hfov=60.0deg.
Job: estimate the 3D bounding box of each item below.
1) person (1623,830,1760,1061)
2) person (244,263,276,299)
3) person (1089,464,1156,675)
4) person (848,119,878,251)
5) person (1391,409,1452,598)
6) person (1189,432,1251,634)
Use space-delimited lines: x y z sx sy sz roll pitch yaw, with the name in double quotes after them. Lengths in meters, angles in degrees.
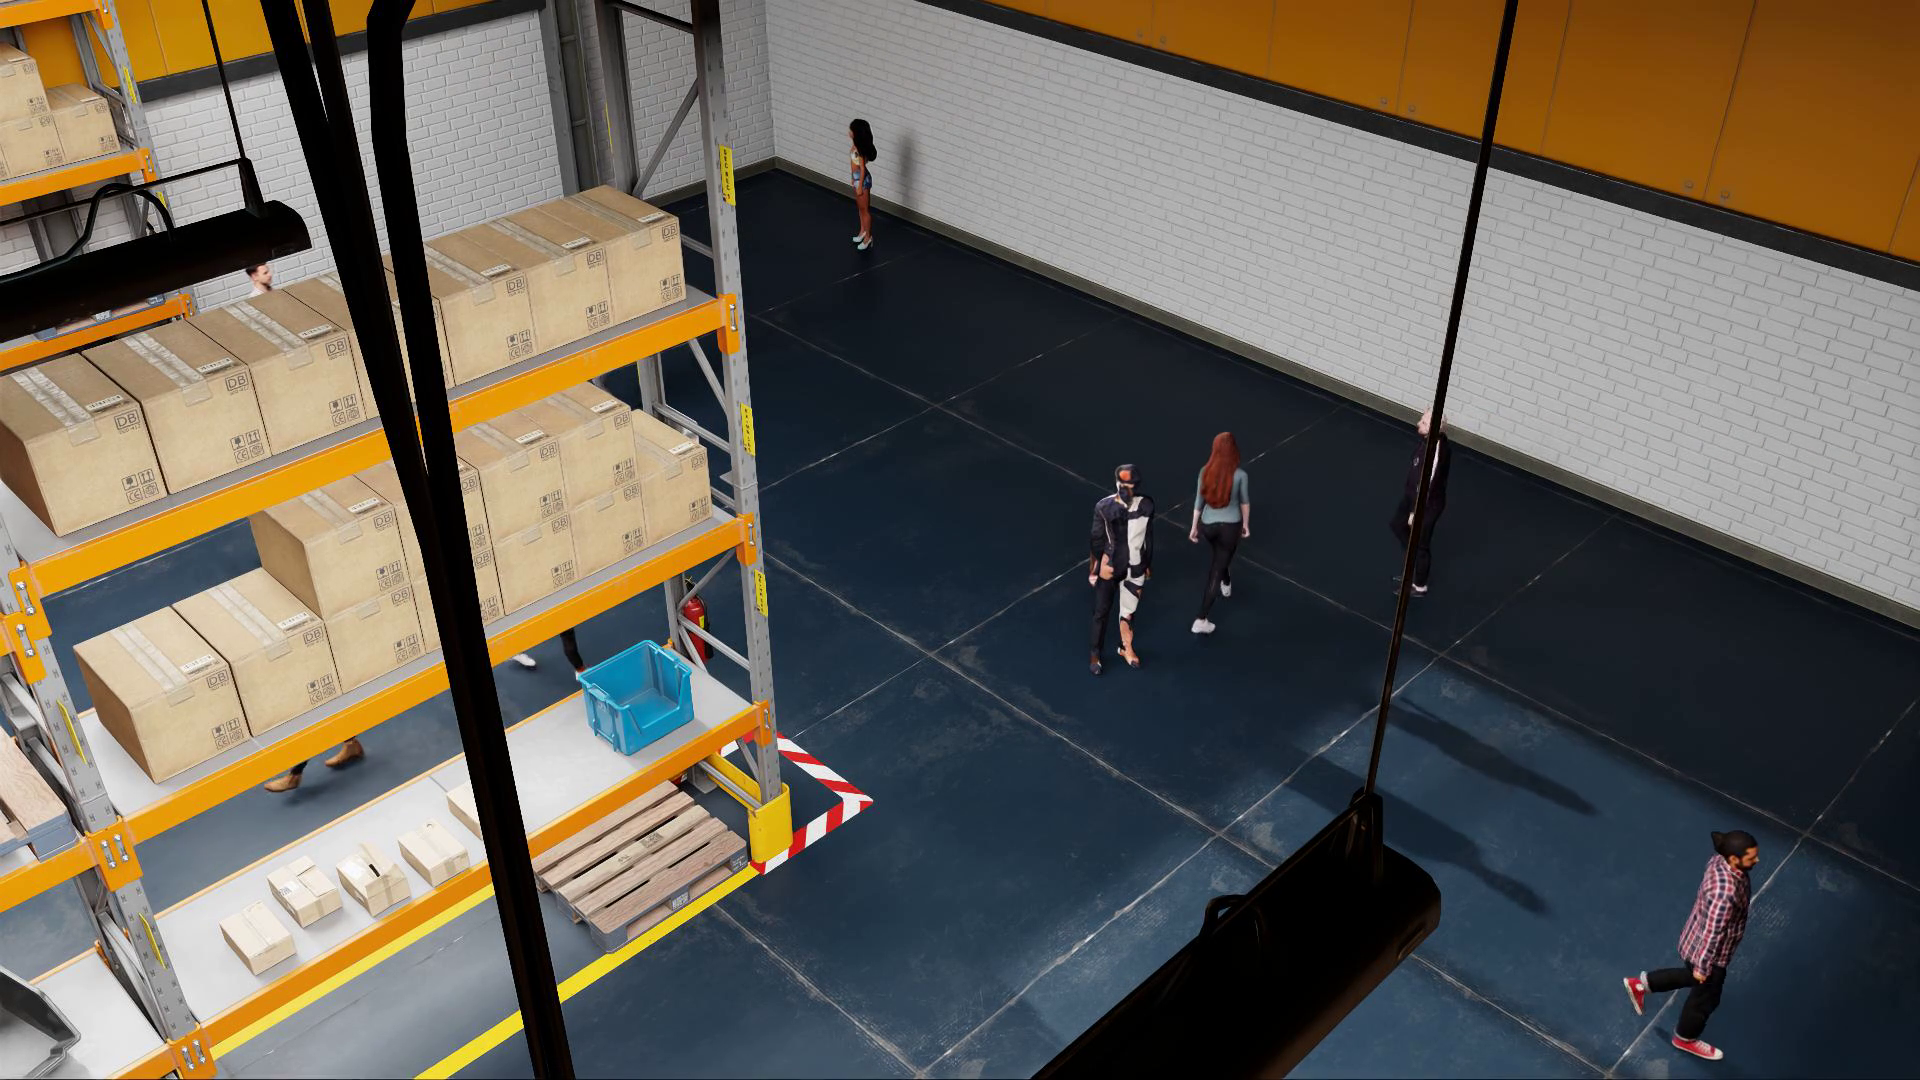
4.444 2.406 10.011 0.916 1.744 0.938 16 37 22 "person"
-6.804 -1.944 16.491 0.793 1.816 0.746 -2 34 -2 "person"
1.276 0.211 13.182 0.721 1.891 0.836 -8 34 -12 "person"
-1.204 -4.350 20.283 0.696 1.625 0.663 -8 35 -12 "person"
4.000 -0.285 13.991 0.863 1.821 0.768 5 34 8 "person"
2.124 -0.013 13.702 0.890 1.688 1.254 16 37 23 "person"
